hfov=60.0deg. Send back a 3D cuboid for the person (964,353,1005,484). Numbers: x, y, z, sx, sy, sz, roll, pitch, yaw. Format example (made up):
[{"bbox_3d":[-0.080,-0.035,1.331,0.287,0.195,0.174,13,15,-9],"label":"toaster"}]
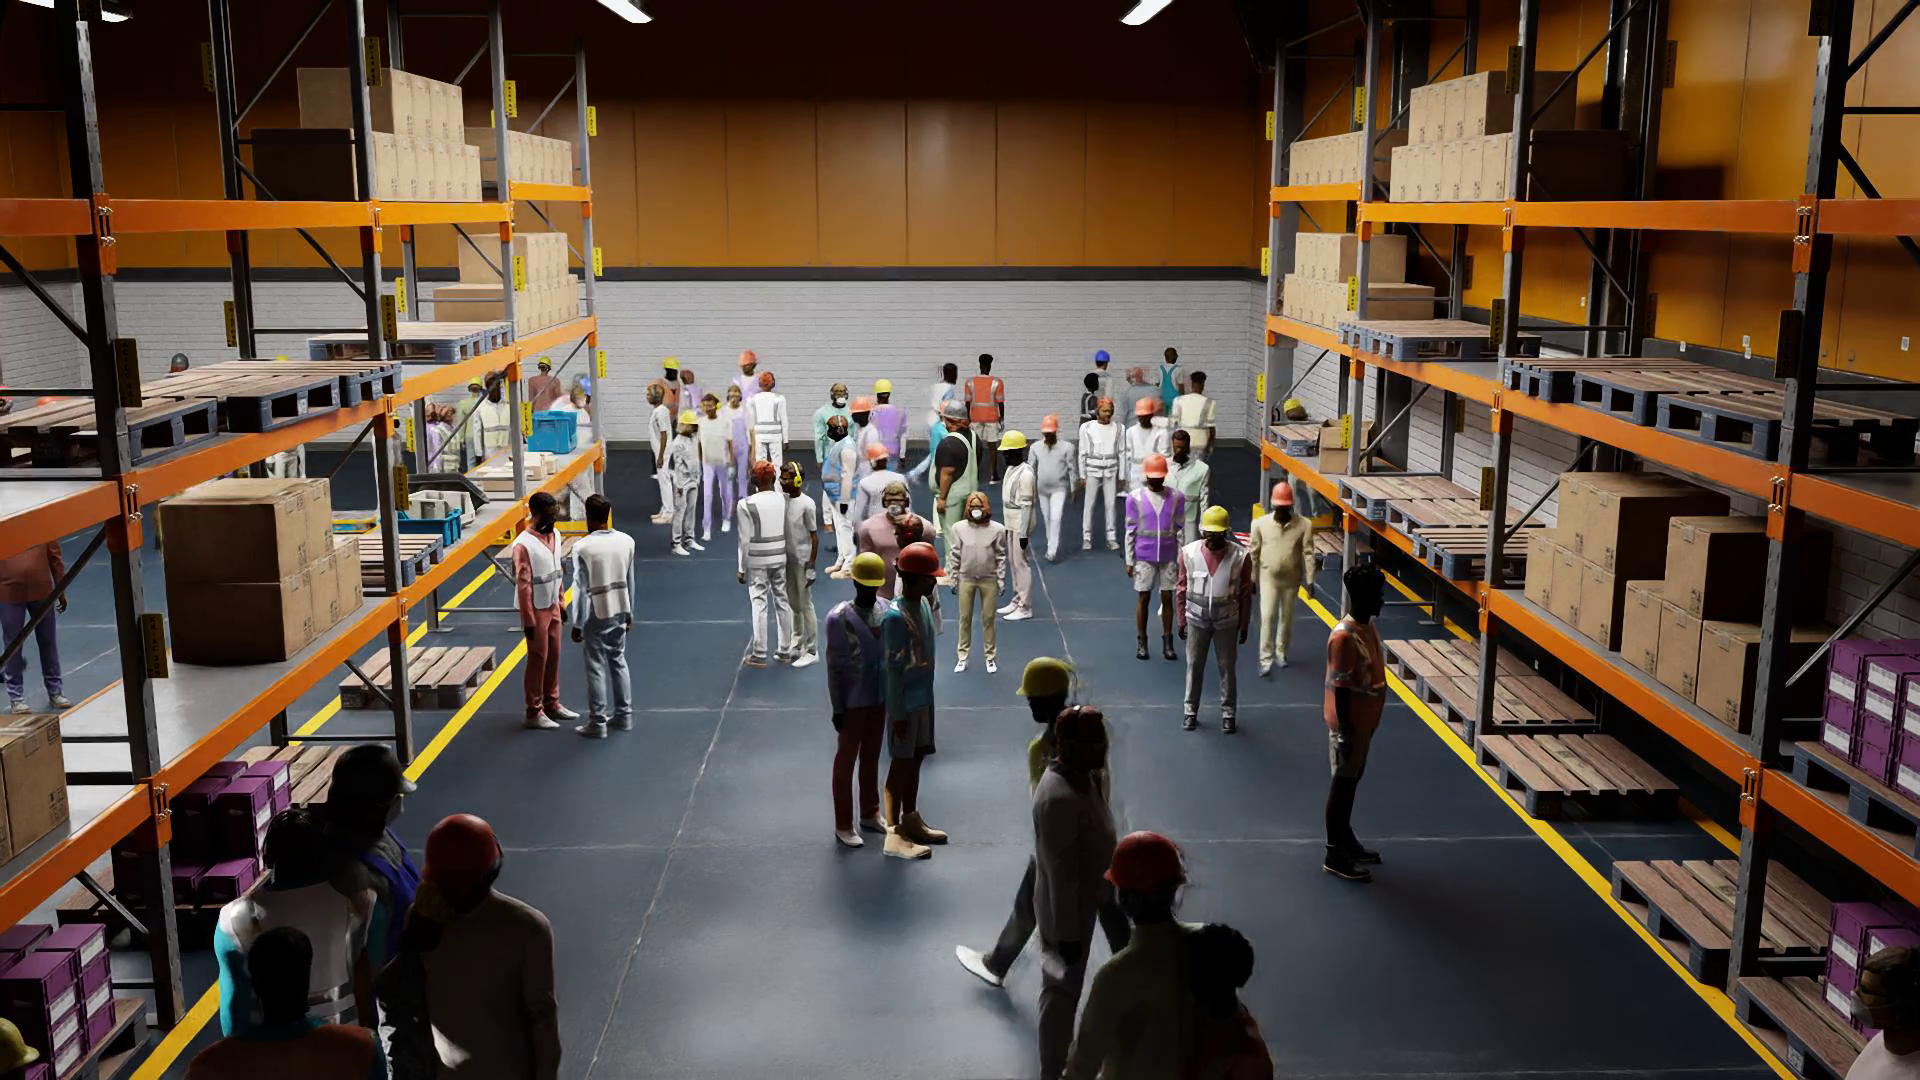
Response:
[{"bbox_3d":[0.372,-1.817,24.929,0.614,1.963,0.362,2,11,11],"label":"person"}]

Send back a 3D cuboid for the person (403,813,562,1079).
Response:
[{"bbox_3d":[-1.753,1.935,6.076,0.621,1.985,0.408,3,12,16],"label":"person"}]

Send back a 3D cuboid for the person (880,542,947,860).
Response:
[{"bbox_3d":[-0.285,1.012,10.585,0.403,2.035,0.605,4,12,18],"label":"person"}]

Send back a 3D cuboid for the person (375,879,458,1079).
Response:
[{"bbox_3d":[-1.887,2.043,6.167,0.487,1.738,0.321,-9,15,-39],"label":"person"}]

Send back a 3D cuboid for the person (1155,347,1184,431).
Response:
[{"bbox_3d":[3.454,-2.253,27.434,0.507,1.842,0.351,5,12,25],"label":"person"}]

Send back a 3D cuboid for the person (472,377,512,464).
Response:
[{"bbox_3d":[-6.175,-1.216,22.064,0.397,1.910,0.598,10,15,40],"label":"person"}]

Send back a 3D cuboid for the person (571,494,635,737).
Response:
[{"bbox_3d":[-2.774,0.589,13.027,0.396,1.907,0.600,8,14,34],"label":"person"}]

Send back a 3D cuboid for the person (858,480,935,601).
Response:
[{"bbox_3d":[-0.513,0.468,13.540,0.631,1.938,0.362,0,11,-2],"label":"person"}]

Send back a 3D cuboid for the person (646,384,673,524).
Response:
[{"bbox_3d":[-3.922,-1.127,21.775,0.342,1.845,0.506,-2,11,-10],"label":"person"}]

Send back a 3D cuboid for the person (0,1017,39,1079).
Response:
[{"bbox_3d":[-2.896,2.266,5.045,0.486,1.737,0.323,9,14,38],"label":"person"}]

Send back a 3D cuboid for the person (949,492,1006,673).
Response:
[{"bbox_3d":[0.157,0.374,14.780,0.505,1.633,0.279,1,11,4],"label":"person"}]

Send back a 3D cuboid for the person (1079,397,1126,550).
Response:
[{"bbox_3d":[1.711,-0.796,20.060,0.572,1.872,0.384,-1,11,-6],"label":"person"}]

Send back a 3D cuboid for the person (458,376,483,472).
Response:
[{"bbox_3d":[-6.856,-1.461,23.678,0.518,1.757,0.335,-1,11,-5],"label":"person"}]

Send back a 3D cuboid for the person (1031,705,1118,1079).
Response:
[{"bbox_3d":[0.533,1.674,7.575,0.401,1.910,0.641,2,11,10],"label":"person"}]

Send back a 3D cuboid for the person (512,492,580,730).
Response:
[{"bbox_3d":[-3.327,0.551,13.211,0.402,1.909,0.599,3,12,15],"label":"person"}]

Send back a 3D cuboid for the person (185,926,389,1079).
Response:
[{"bbox_3d":[-2.106,2.141,5.357,0.583,1.872,0.975,-1,11,-4],"label":"person"}]

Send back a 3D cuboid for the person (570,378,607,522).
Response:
[{"bbox_3d":[-4.849,-1.132,21.565,0.396,1.940,0.601,10,15,41],"label":"person"}]

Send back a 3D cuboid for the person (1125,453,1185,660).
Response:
[{"bbox_3d":[1.783,0.149,15.189,0.553,1.923,0.392,-1,11,-3],"label":"person"}]

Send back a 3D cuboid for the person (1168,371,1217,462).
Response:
[{"bbox_3d":[3.151,-1.317,22.491,0.643,1.933,0.486,5,12,22],"label":"person"}]

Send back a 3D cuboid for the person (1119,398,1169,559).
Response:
[{"bbox_3d":[2.154,-0.709,19.535,0.553,1.890,0.946,5,12,22],"label":"person"}]

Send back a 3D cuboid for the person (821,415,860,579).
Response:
[{"bbox_3d":[-1.332,-0.491,18.611,0.429,1.838,0.625,-3,12,-15],"label":"person"}]

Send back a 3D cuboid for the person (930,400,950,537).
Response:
[{"bbox_3d":[-0.180,-0.893,20.878,0.354,1.737,0.573,-3,12,-15],"label":"person"}]

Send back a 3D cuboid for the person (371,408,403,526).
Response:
[{"bbox_3d":[-6.905,-0.762,20.204,0.323,1.741,0.492,4,12,19],"label":"person"}]

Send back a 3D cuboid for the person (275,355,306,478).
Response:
[{"bbox_3d":[-10.136,-1.832,25.096,0.360,1.930,0.587,3,12,13],"label":"person"}]

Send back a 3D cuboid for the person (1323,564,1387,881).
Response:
[{"bbox_3d":[2.445,1.103,10.289,0.361,1.965,0.612,5,12,25],"label":"person"}]

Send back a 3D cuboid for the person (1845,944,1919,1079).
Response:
[{"bbox_3d":[2.821,2.153,5.093,0.362,1.939,0.635,5,12,23],"label":"person"}]

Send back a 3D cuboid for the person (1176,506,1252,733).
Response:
[{"bbox_3d":[1.990,0.620,13.083,0.591,1.823,0.404,3,12,15],"label":"person"}]

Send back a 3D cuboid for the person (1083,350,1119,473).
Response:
[{"bbox_3d":[2.190,-1.975,25.819,0.493,1.946,0.615,-10,15,-42],"label":"person"}]

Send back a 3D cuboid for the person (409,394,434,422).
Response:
[{"bbox_3d":[-8.134,-1.800,25.183,0.386,1.837,0.561,-1,11,-4],"label":"person"}]

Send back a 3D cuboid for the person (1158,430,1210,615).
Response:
[{"bbox_3d":[2.228,-0.174,16.840,0.589,1.912,0.389,4,12,19],"label":"person"}]

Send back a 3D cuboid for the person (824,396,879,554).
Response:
[{"bbox_3d":[-1.231,-0.735,19.627,0.887,1.906,0.555,-6,13,-26],"label":"person"}]

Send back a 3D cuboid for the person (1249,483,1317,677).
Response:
[{"bbox_3d":[2.843,0.352,14.677,0.584,1.708,0.852,1,11,7],"label":"person"}]
